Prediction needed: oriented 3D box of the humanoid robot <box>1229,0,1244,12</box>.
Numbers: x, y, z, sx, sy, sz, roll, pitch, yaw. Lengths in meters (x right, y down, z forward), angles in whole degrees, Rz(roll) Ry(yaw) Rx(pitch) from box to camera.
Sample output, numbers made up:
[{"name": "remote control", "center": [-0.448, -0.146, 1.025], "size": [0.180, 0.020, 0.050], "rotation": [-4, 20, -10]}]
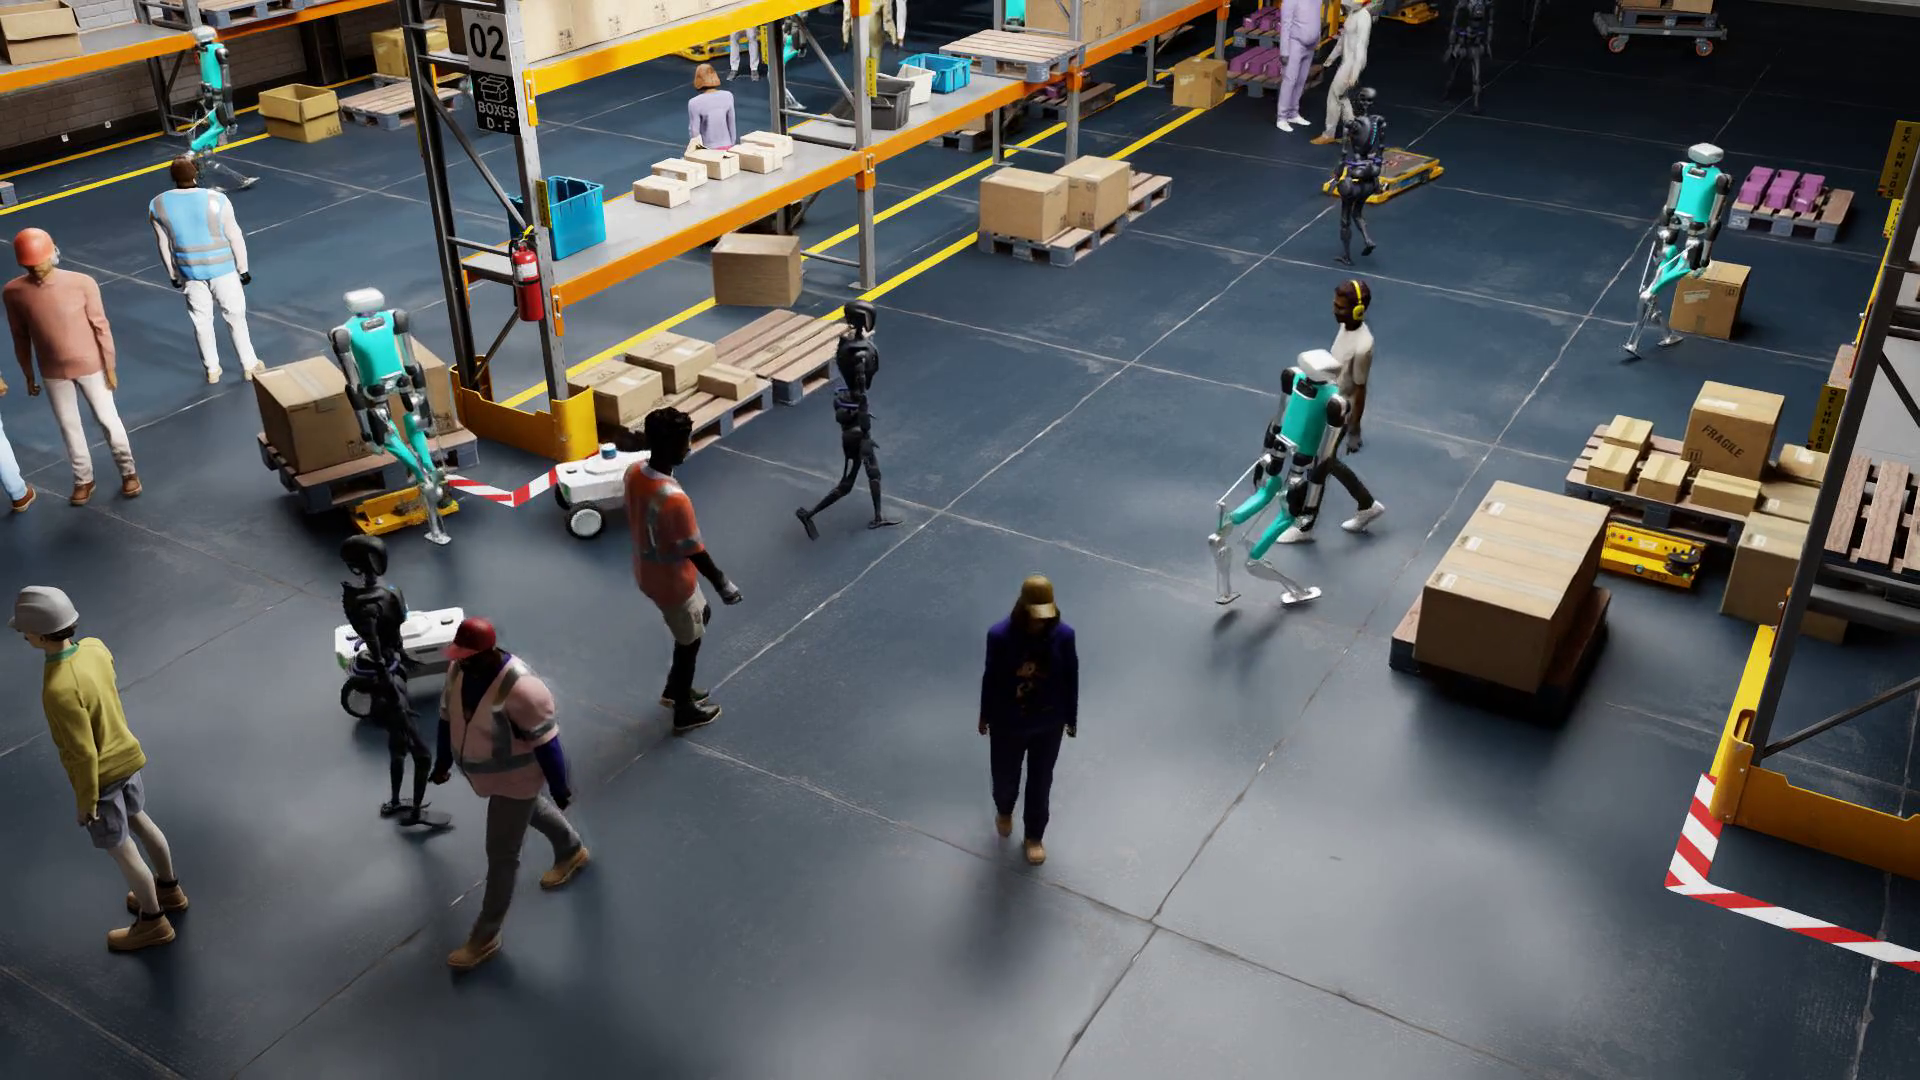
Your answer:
[{"name": "humanoid robot", "center": [4.117, -8.791, 25.074], "size": [0.601, 1.647, 0.380], "rotation": [18, 34, 29]}]

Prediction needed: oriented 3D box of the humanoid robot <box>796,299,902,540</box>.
[{"name": "humanoid robot", "center": [-0.753, -0.793, 10.951], "size": [0.729, 1.633, 0.610], "rotation": [-4, 30, -8]}]

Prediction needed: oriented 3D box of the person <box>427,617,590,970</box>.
[{"name": "person", "center": [-2.101, 1.055, 7.622], "size": [0.626, 1.702, 0.930], "rotation": [21, 36, 32]}]

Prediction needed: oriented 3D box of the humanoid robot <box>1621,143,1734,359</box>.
[{"name": "humanoid robot", "center": [5.708, -2.294, 13.554], "size": [1.002, 1.774, 0.530], "rotation": [-17, 34, -28]}]

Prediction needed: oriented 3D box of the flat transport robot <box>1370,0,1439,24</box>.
[{"name": "flat transport robot", "center": [6.445, -8.055, 25.191], "size": [1.431, 0.231, 0.659], "rotation": [23, 37, 34]}]

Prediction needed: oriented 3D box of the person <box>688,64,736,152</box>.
[{"name": "person", "center": [-2.432, -3.865, 16.400], "size": [0.500, 1.628, 0.287], "rotation": [-19, 34, -30]}]

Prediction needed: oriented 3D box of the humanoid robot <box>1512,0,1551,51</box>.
[{"name": "humanoid robot", "center": [8.044, -7.716, 23.180], "size": [0.597, 1.641, 0.624], "rotation": [26, 38, 38]}]

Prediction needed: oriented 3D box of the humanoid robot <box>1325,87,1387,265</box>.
[{"name": "humanoid robot", "center": [3.723, -3.363, 15.462], "size": [0.611, 1.649, 0.393], "rotation": [-17, 34, -27]}]

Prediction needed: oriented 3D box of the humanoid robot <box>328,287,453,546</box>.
[{"name": "humanoid robot", "center": [-3.524, -0.696, 10.719], "size": [0.908, 1.765, 0.541], "rotation": [23, 37, 35]}]

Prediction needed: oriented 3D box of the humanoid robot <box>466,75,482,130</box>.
[{"name": "humanoid robot", "center": [-5.557, -5.580, 19.320], "size": [0.545, 1.766, 0.921], "rotation": [19, 35, 31]}]

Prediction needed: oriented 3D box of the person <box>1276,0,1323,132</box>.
[{"name": "person", "center": [3.995, -5.772, 19.518], "size": [0.667, 1.897, 0.448], "rotation": [-24, 37, -36]}]

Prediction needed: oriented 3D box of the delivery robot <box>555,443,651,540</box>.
[{"name": "delivery robot", "center": [-2.387, -0.358, 11.298], "size": [0.793, 0.608, 0.499], "rotation": [-11, 31, -18]}]

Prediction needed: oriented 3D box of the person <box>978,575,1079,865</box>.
[{"name": "person", "center": [0.330, 0.871, 8.027], "size": [0.486, 1.610, 0.370], "rotation": [-4, 30, -6]}]

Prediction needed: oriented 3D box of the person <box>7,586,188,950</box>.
[{"name": "person", "center": [-3.858, 1.028, 7.479], "size": [0.398, 1.889, 0.484], "rotation": [-2, 30, -3]}]

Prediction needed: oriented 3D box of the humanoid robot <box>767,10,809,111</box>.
[{"name": "humanoid robot", "center": [-2.136, -5.993, 20.055], "size": [0.733, 1.787, 0.548], "rotation": [-17, 34, -27]}]

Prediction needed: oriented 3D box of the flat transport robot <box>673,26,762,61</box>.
[{"name": "flat transport robot", "center": [-3.245, -6.927, 23.195], "size": [1.431, 0.231, 0.659], "rotation": [-22, 36, -34]}]

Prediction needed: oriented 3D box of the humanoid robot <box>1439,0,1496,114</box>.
[{"name": "humanoid robot", "center": [6.204, -6.037, 20.245], "size": [0.615, 1.619, 0.802], "rotation": [-6, 30, -10]}]

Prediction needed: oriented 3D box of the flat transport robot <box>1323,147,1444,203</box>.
[{"name": "flat transport robot", "center": [4.572, -3.932, 17.897], "size": [0.659, 0.231, 1.431], "rotation": [24, 37, 36]}]

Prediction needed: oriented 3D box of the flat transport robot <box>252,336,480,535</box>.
[{"name": "flat transport robot", "center": [-4.132, -0.444, 11.727], "size": [0.659, 0.231, 1.431], "rotation": [-21, 35, -32]}]

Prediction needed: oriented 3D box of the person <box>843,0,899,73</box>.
[{"name": "person", "center": [-1.079, -6.036, 20.141], "size": [0.679, 1.709, 0.765], "rotation": [-2, 30, -3]}]

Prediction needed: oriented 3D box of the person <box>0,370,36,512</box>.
[{"name": "person", "center": [-6.713, -1.072, 11.086], "size": [0.611, 1.995, 0.385], "rotation": [-12, 31, -20]}]

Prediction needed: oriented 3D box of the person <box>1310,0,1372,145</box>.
[{"name": "person", "center": [4.354, -5.401, 18.884], "size": [0.516, 1.847, 0.629], "rotation": [4, 30, 7]}]

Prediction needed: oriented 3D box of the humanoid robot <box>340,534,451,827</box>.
[{"name": "humanoid robot", "center": [-2.855, 0.697, 8.284], "size": [0.366, 1.652, 0.601], "rotation": [-7, 30, -13]}]

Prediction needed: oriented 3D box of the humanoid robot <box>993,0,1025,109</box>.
[{"name": "humanoid robot", "center": [0.627, -5.888, 19.935], "size": [0.550, 1.770, 1.083], "rotation": [5, 30, 8]}]

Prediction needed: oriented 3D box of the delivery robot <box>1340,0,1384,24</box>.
[{"name": "delivery robot", "center": [5.931, -7.988, 24.781], "size": [0.766, 0.595, 0.505], "rotation": [26, 38, 37]}]

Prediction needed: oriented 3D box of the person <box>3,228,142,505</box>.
[{"name": "person", "center": [-6.037, -1.170, 11.279], "size": [0.618, 1.982, 0.412], "rotation": [-7, 30, -12]}]

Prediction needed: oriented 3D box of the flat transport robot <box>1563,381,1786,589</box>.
[{"name": "flat transport robot", "center": [4.721, -0.134, 11.179], "size": [0.659, 0.231, 1.431], "rotation": [16, 33, 27]}]

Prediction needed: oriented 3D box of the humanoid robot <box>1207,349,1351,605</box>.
[{"name": "humanoid robot", "center": [1.828, -0.253, 9.909], "size": [0.943, 1.756, 0.575], "rotation": [-17, 34, -27]}]

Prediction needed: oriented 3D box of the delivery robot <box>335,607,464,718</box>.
[{"name": "delivery robot", "center": [-3.199, 0.643, 9.510], "size": [0.771, 0.592, 0.499], "rotation": [-9, 31, -16]}]

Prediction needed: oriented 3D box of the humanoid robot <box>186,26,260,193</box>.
[{"name": "humanoid robot", "center": [-7.772, -4.366, 17.162], "size": [0.540, 1.732, 0.982], "rotation": [23, 37, 35]}]

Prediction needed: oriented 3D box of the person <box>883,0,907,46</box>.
[{"name": "person", "center": [-0.917, -8.000, 23.426], "size": [0.658, 1.897, 0.959], "rotation": [-3, 30, -6]}]

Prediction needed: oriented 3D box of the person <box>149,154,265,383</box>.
[{"name": "person", "center": [-5.925, -2.130, 13.113], "size": [0.632, 1.843, 0.429], "rotation": [-6, 30, -10]}]

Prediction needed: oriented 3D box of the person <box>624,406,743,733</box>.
[{"name": "person", "center": [-1.478, 0.178, 8.924], "size": [0.522, 1.941, 0.625], "rotation": [-14, 32, -23]}]

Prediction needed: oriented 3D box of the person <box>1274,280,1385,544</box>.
[{"name": "person", "center": [2.475, -0.825, 10.795], "size": [0.722, 1.848, 0.514], "rotation": [1, 30, 3]}]

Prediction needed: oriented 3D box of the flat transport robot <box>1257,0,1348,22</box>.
[{"name": "flat transport robot", "center": [5.301, -8.077, 25.229], "size": [1.431, 0.231, 0.659], "rotation": [16, 33, 27]}]

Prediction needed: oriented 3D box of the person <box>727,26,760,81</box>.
[{"name": "person", "center": [-2.837, -6.957, 21.542], "size": [0.498, 1.949, 0.427], "rotation": [2, 30, 4]}]
